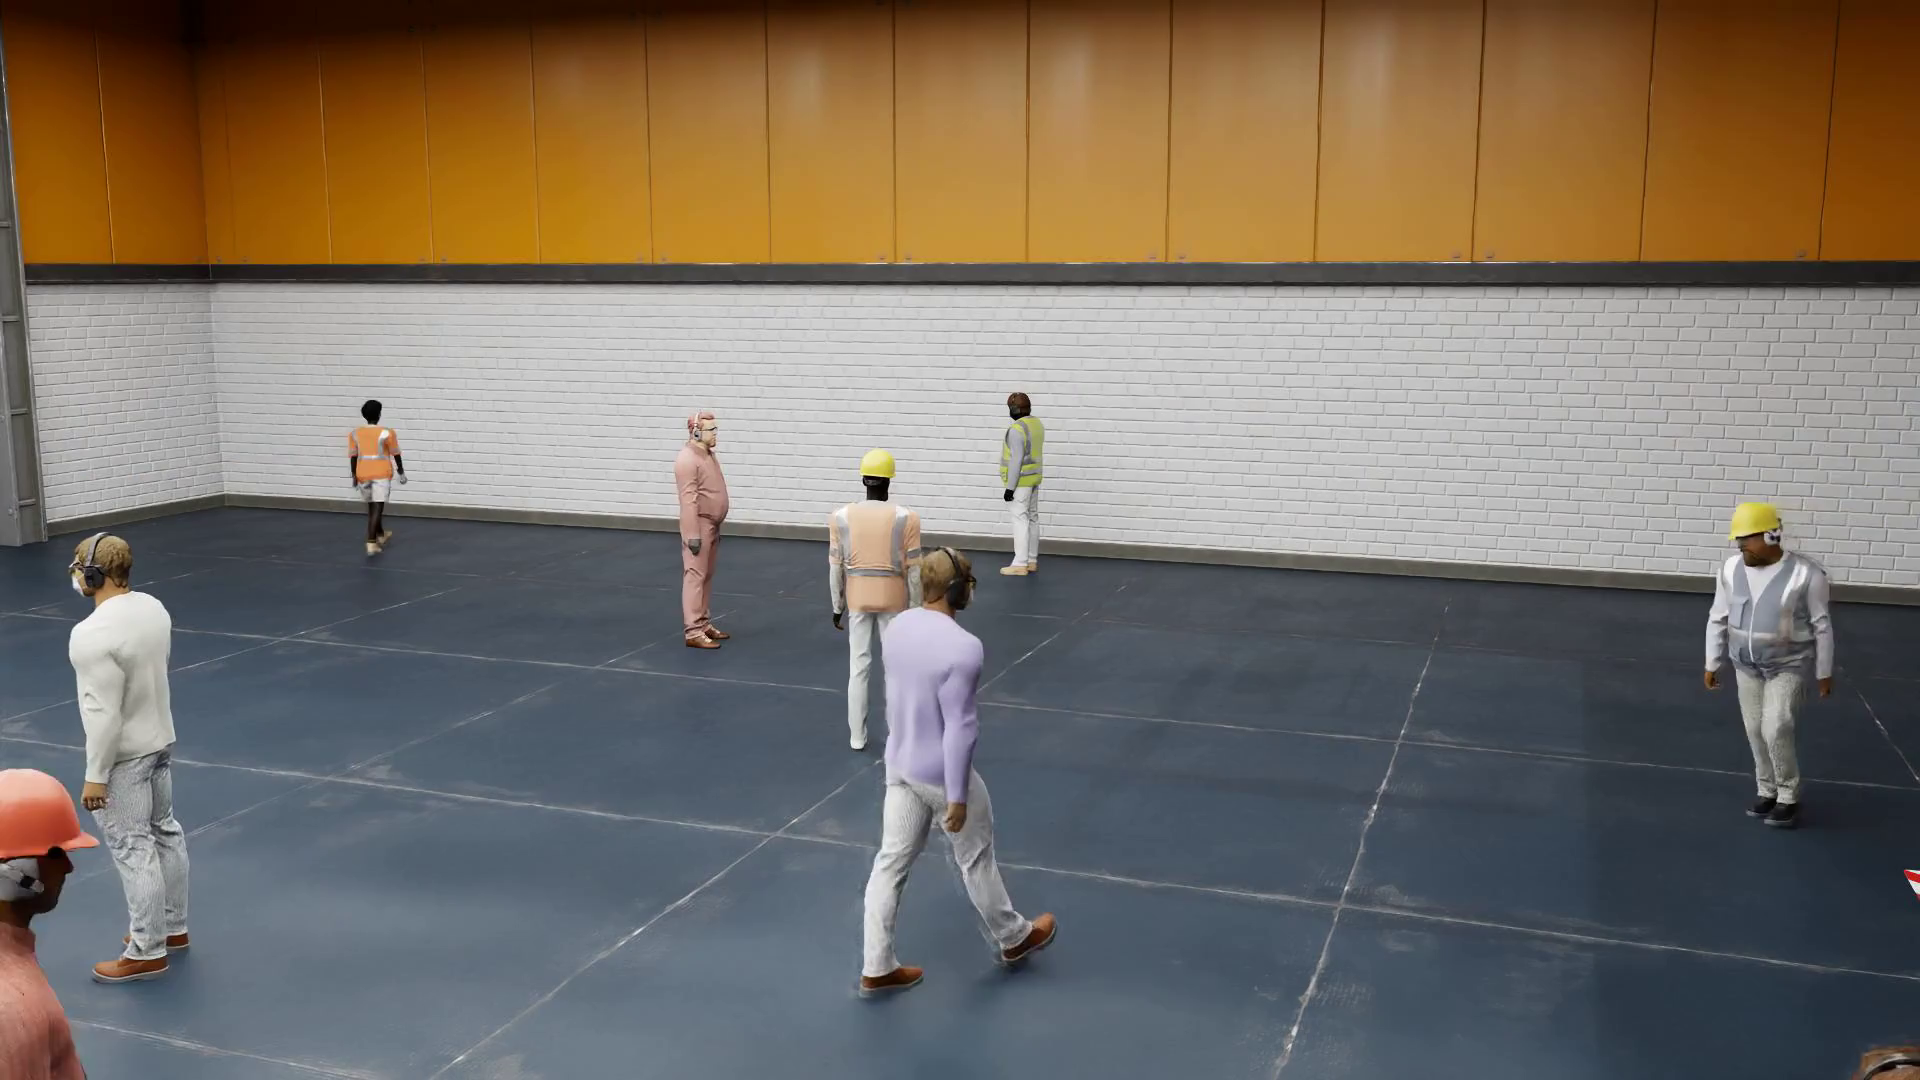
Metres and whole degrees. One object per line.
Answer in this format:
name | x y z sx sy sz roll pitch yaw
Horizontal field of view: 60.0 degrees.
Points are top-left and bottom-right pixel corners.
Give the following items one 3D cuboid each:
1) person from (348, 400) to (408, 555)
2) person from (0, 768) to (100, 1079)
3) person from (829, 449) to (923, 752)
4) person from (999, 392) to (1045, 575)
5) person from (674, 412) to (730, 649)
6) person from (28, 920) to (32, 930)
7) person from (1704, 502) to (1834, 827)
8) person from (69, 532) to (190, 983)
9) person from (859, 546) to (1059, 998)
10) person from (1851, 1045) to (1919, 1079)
person | -6.308 -0.695 18.075 0.547 1.651 0.870 1 9 8
person | -2.104 1.477 3.606 0.571 1.970 0.644 -9 13 -43
person | -0.523 0.388 10.510 0.594 1.926 0.368 1 9 8
person | 0.607 -0.565 16.711 0.429 1.837 0.621 5 10 26
person | -2.075 -0.085 13.509 0.405 1.910 0.641 1 9 6
person | -3.295 1.386 5.348 0.534 1.586 0.863 -3 10 -18
person | 4.434 0.676 9.144 0.557 1.790 0.611 -6 11 -34
person | -3.577 0.926 7.142 0.369 1.938 0.630 0 9 0
person | -0.023 0.959 7.075 1.011 1.887 0.653 -7 12 -39
person | 1.477 1.685 2.784 0.648 1.822 0.747 6 11 33
